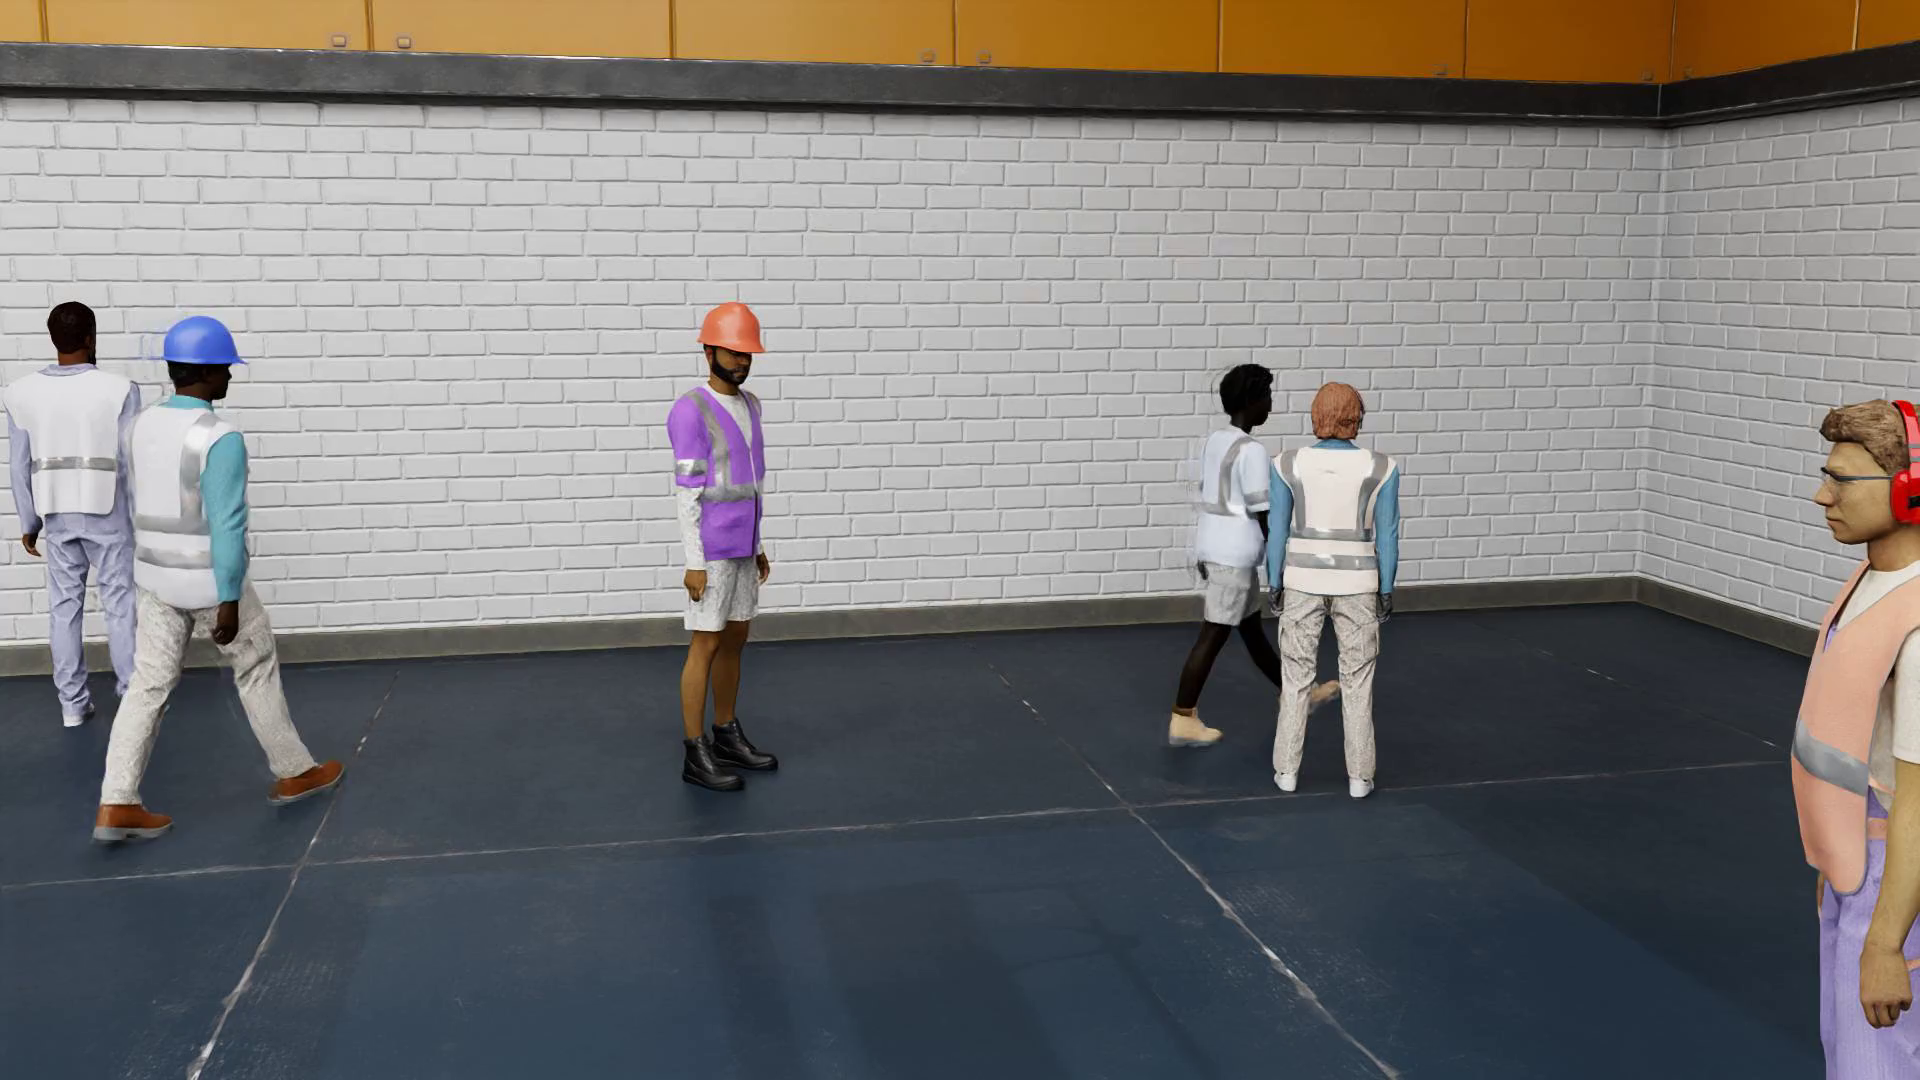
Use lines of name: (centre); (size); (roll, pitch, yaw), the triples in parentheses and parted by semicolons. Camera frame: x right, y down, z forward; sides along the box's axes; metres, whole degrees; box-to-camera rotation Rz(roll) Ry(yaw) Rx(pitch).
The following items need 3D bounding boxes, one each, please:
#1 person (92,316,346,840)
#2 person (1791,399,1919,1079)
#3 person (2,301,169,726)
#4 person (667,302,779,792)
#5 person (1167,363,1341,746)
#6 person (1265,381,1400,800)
person: (-2.810, 0.131, 6.129); (0.615, 1.904, 0.996); (5, 10, 27)
person: (1.745, 0.656, 3.119); (0.389, 1.837, 0.560); (4, 10, 22)
person: (-3.946, -0.107, 7.502); (0.589, 1.920, 0.398); (-1, 9, -4)
person: (-0.922, 0.022, 6.665); (0.374, 1.934, 0.549); (4, 10, 24)
person: (1.309, 0.069, 7.196); (0.888, 1.650, 0.545); (-1, 9, -6)
person: (1.448, 0.200, 6.514); (0.514, 1.631, 0.318); (3, 10, 17)
